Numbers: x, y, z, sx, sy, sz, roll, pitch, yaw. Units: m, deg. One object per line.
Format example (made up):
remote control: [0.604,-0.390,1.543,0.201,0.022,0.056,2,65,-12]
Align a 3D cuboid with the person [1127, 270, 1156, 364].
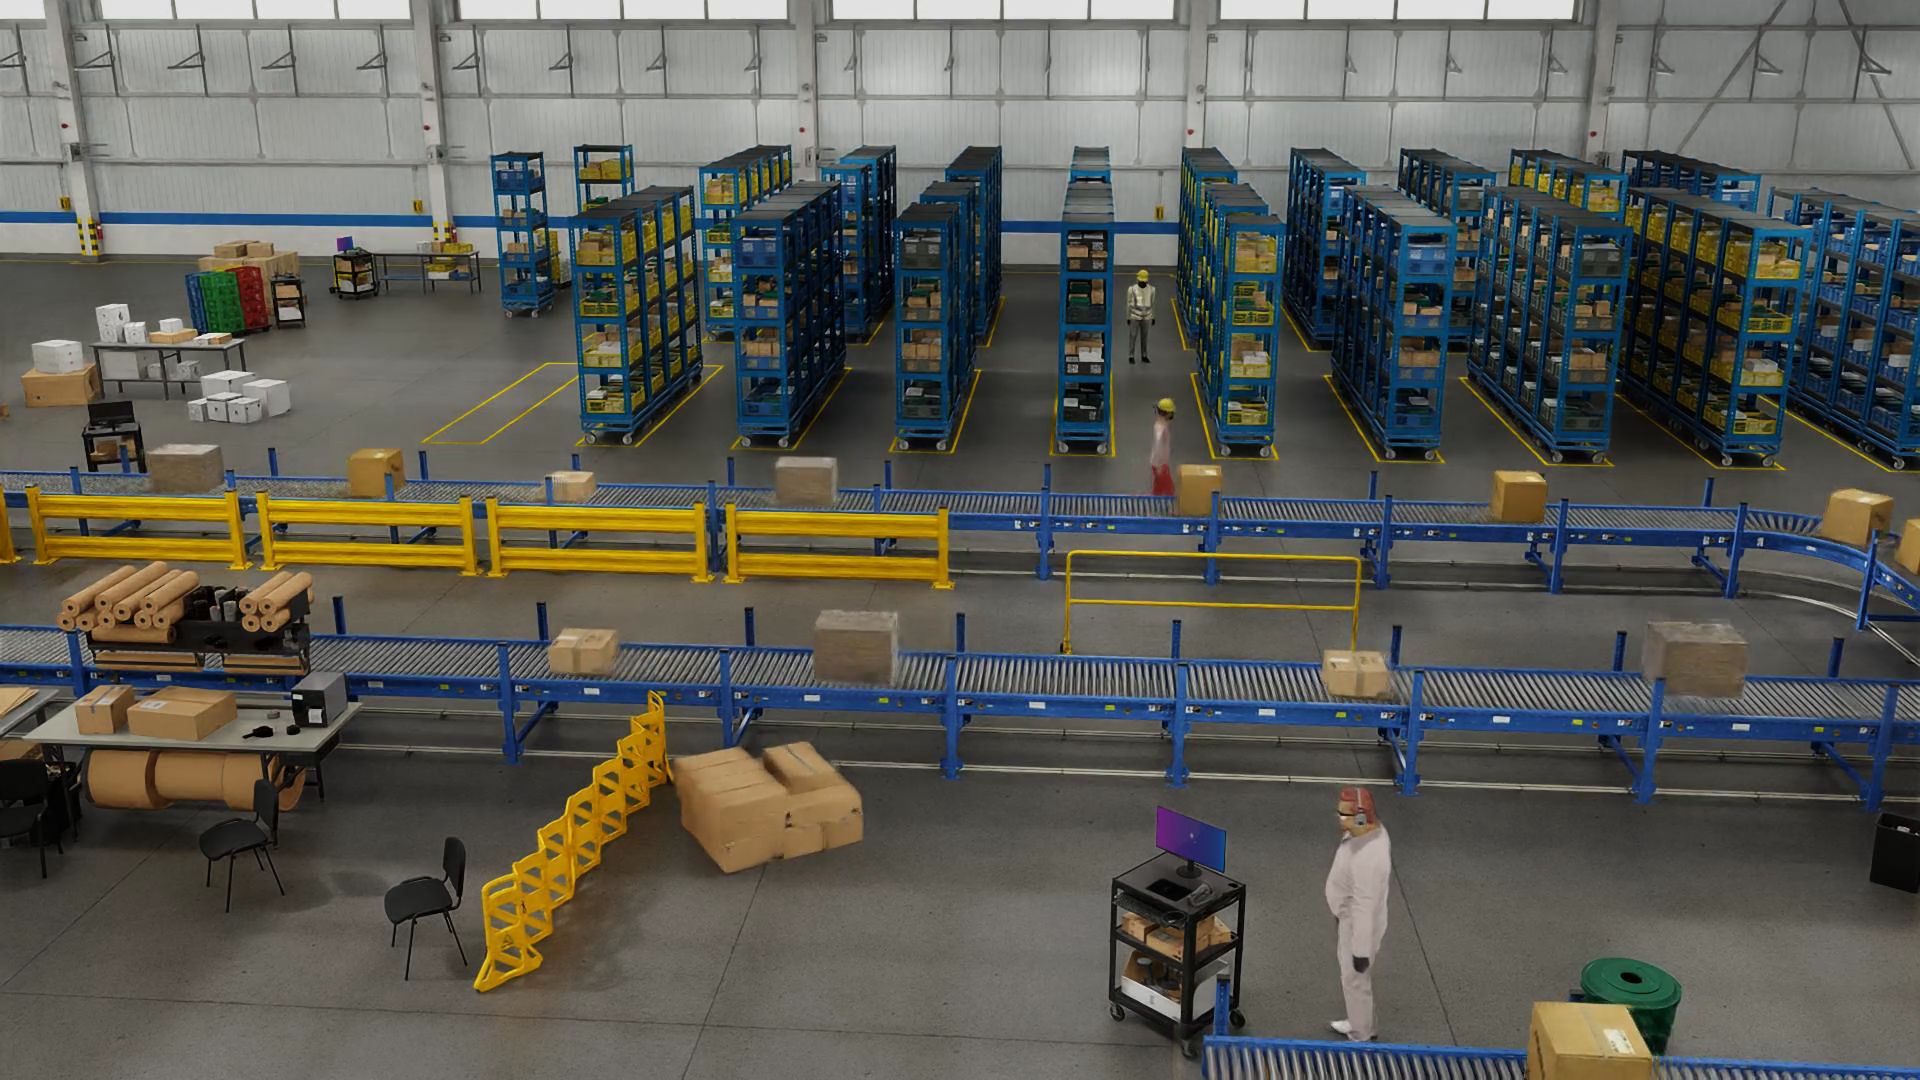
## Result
person: [3.530,-4.349,32.380,0.590,1.821,0.404,-4,18,-11]

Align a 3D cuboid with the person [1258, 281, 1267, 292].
person: [6.464,-5.559,35.968,0.432,1.974,0.634,-2,18,-8]

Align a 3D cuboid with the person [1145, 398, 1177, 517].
person: [2.663,-1.002,21.860,0.384,1.748,0.558,2,18,7]

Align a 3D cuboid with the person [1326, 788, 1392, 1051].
person: [2.543,2.460,10.658,0.416,1.894,0.664,5,18,14]
